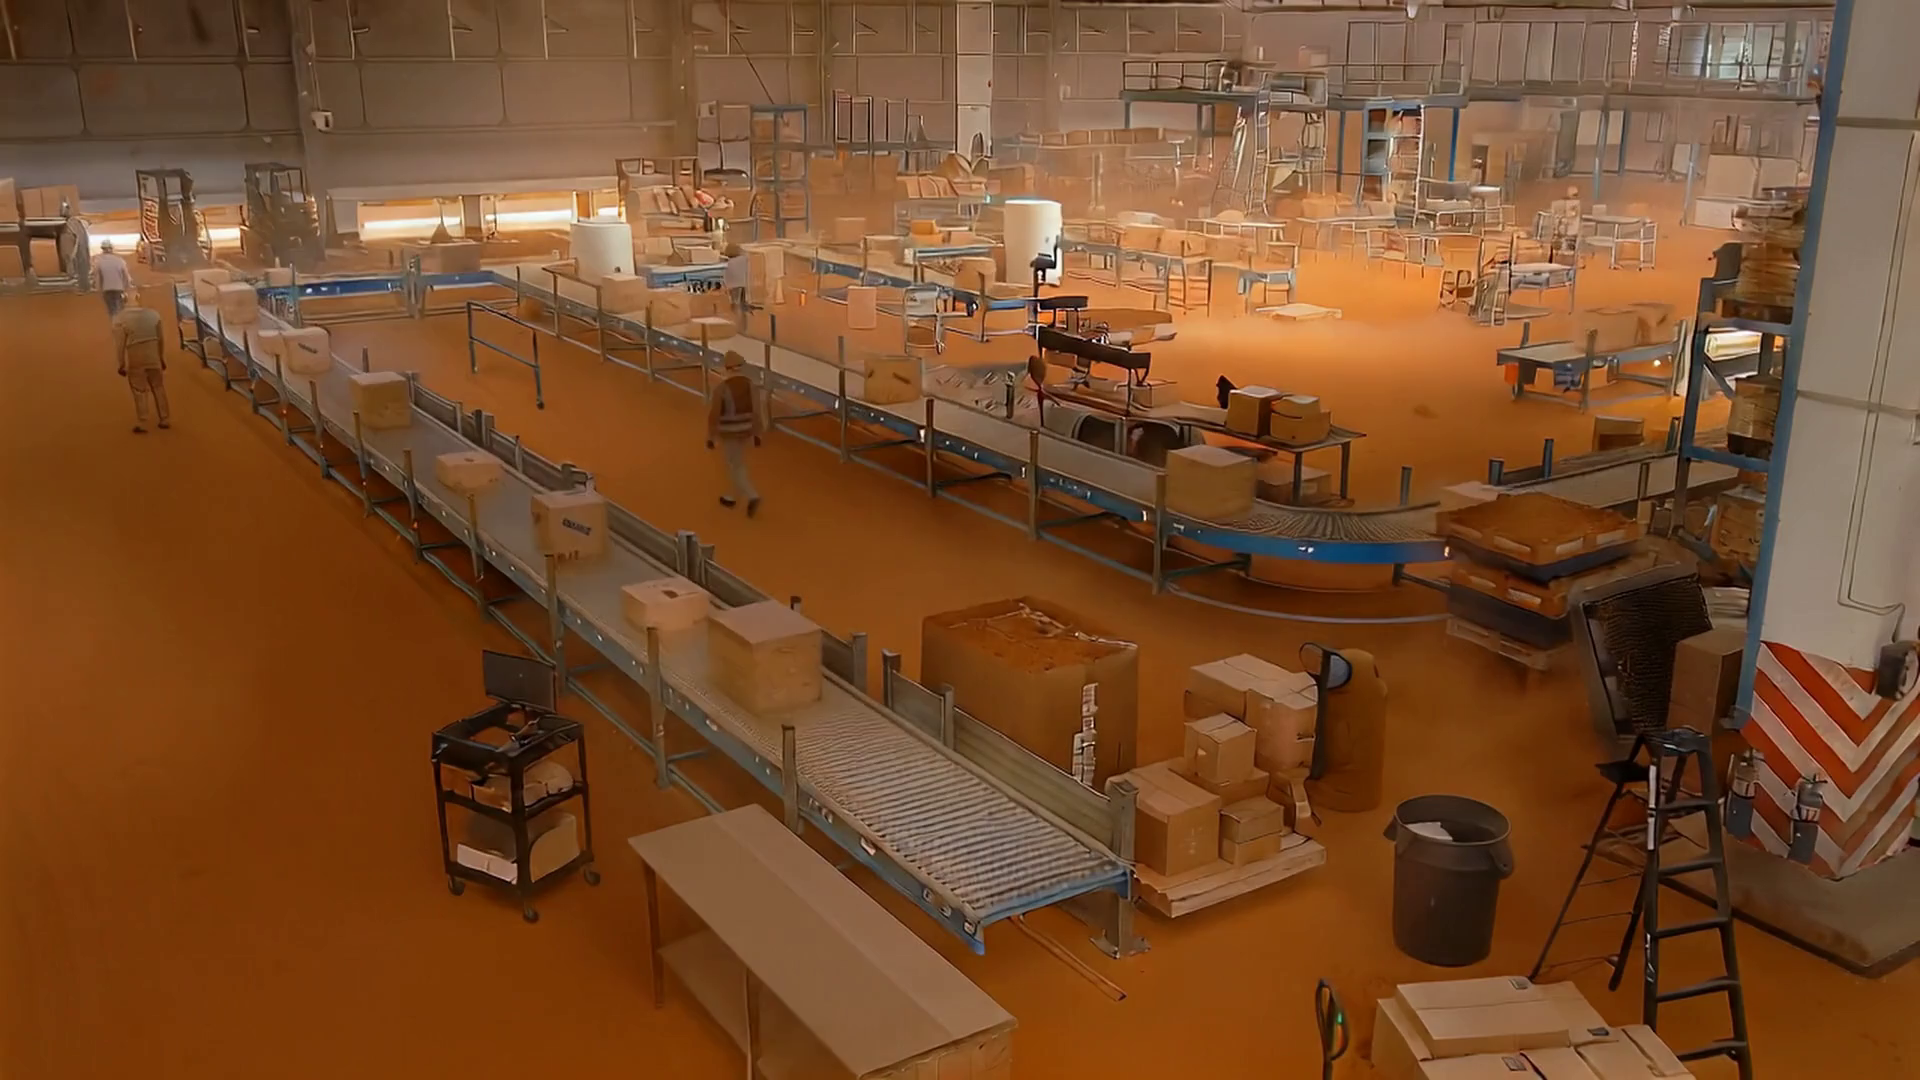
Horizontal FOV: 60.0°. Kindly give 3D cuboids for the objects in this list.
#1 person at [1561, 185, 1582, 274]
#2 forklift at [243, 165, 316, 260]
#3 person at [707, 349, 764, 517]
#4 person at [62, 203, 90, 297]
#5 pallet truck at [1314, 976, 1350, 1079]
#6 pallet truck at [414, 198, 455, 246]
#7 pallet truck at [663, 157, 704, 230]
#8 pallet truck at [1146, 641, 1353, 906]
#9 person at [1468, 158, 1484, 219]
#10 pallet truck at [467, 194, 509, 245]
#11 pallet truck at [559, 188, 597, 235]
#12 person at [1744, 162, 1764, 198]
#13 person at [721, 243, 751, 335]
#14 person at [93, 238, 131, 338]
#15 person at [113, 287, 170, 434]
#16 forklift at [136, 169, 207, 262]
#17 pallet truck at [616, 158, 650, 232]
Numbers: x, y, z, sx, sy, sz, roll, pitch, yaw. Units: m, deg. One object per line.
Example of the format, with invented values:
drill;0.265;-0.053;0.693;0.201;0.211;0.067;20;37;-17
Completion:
person;13.371;-6.815;36.512;0.542;1.931;0.375;-16;23;-42
forklift;-15.898;-7.669;38.708;1.157;1.987;2.680;-11;20;-33
person;-2.391;-1.157;17.913;0.835;1.802;0.596;14;22;39
person;-17.680;-5.806;33.298;0.390;1.846;0.565;-5;18;-18
pallet truck;2.299;2.390;7.086;1.601;1.201;0.680;-2;17;-7
pallet truck;-13.250;-8.060;41.856;0.680;1.201;1.601;-10;20;-31
pallet truck;-7.586;-9.308;44.692;0.823;1.965;1.885;-11;20;-33
pallet truck;1.664;1.407;10.232;1.630;1.274;0.653;-10;20;-31
person;14.817;-10.062;47.653;0.485;1.736;0.323;-14;22;-40
pallet truck;-11.983;-8.177;42.137;0.704;1.261;1.522;-11;20;-33
pallet truck;-10.010;-8.652;43.699;0.653;1.274;1.630;-10;20;-31
person;21.409;-9.297;44.951;0.605;1.818;0.412;-8;18;-25
person;-3.907;-4.377;29.001;0.505;1.580;0.887;-16;23;-42
person;-14.403;-4.255;28.293;0.540;1.751;0.530;-5;18;-17
person;-10.676;-2.339;21.672;0.407;1.902;0.639;12;21;35
forklift;-17.842;-7.318;37.559;1.157;1.987;2.680;-10;20;-31
pallet truck;-8.918;-9.176;44.255;0.823;1.965;1.885;-9;19;-27
